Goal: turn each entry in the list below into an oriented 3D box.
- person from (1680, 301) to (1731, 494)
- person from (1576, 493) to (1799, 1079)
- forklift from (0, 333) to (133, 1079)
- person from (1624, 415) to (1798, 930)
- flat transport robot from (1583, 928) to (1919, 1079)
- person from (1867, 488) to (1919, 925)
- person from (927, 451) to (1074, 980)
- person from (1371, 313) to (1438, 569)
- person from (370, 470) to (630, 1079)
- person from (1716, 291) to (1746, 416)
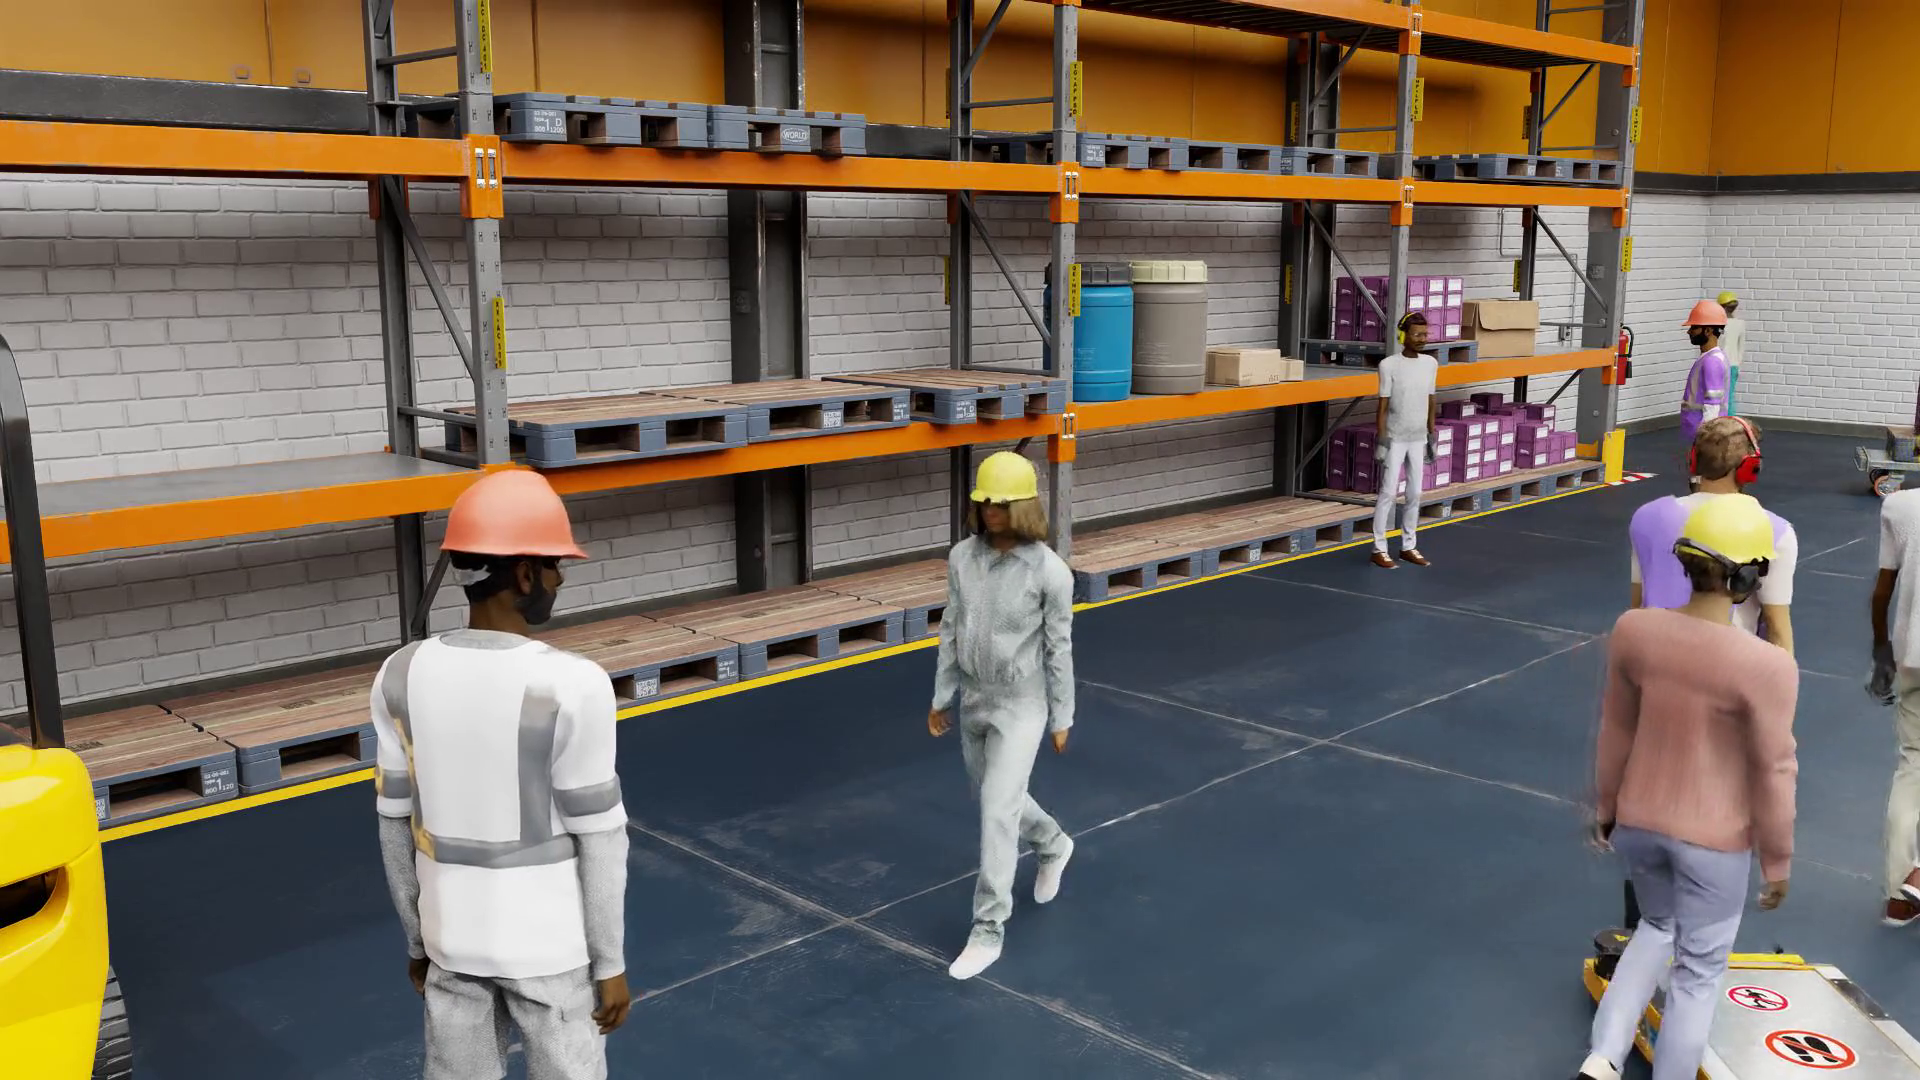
[{"bbox_3d":[5.330,-0.746,11.992,0.358,1.938,0.545,4,11,20],"label":"person"},{"bbox_3d":[1.904,0.749,4.321,0.378,1.755,0.547,-6,12,-30],"label":"person"},{"bbox_3d":[-3.289,0.485,4.582,1.214,2.155,2.313,-10,14,-44],"label":"forklift"},{"bbox_3d":[2.460,0.493,5.595,0.776,1.818,0.575,-8,13,-37],"label":"person"},{"bbox_3d":[2.282,1.448,4.576,0.652,0.197,1.431,0,10,2],"label":"flat transport robot"},{"bbox_3d":[3.415,0.442,5.748,0.383,1.850,0.546,-7,13,-35],"label":"person"},{"bbox_3d":[0.188,0.534,5.632,0.484,1.711,0.802,9,14,40],"label":"person"},{"bbox_3d":[3.238,-0.717,12.066,0.529,1.860,0.331,-4,11,-22],"label":"person"},{"bbox_3d":[-0.928,0.817,3.491,0.547,1.930,0.384,3,11,17],"label":"person"},{"bbox_3d":[8.880,-2.014,19.381,0.533,1.767,0.326,-4,11,-22],"label":"person"}]
